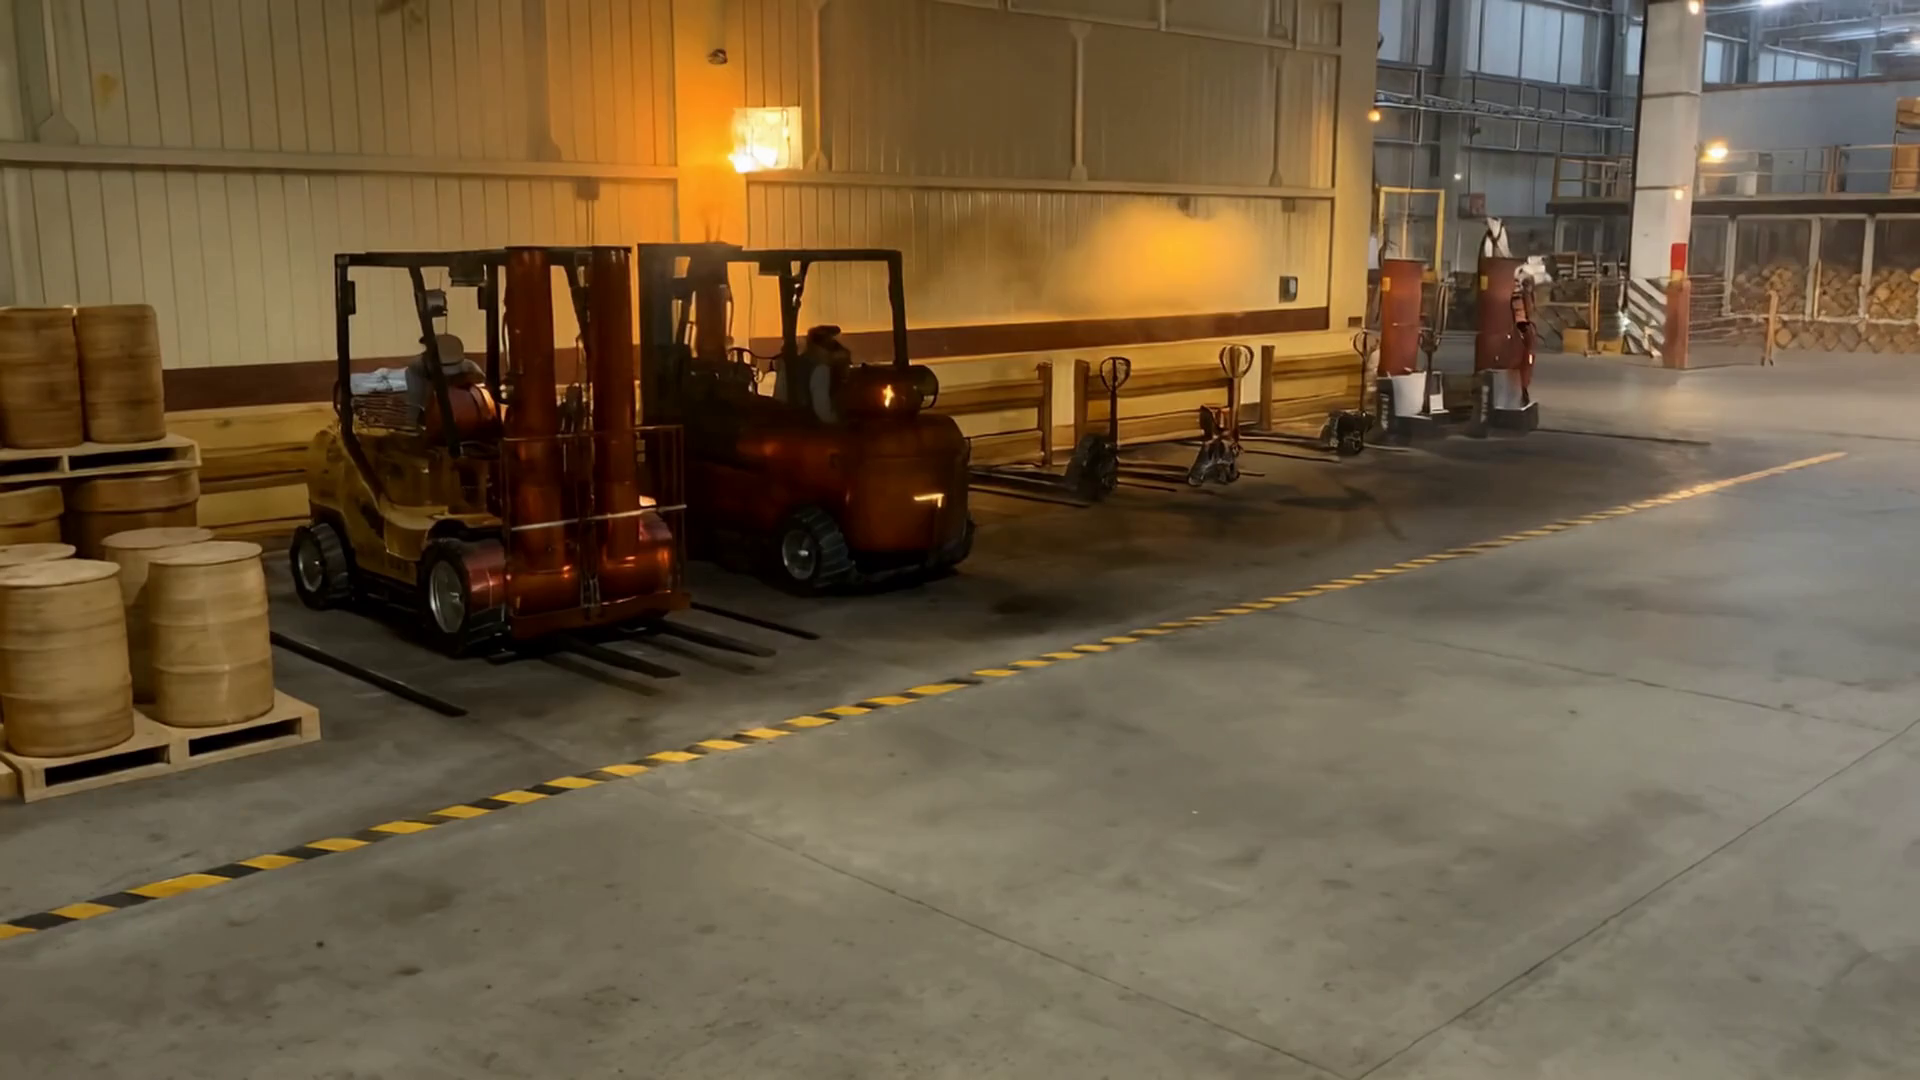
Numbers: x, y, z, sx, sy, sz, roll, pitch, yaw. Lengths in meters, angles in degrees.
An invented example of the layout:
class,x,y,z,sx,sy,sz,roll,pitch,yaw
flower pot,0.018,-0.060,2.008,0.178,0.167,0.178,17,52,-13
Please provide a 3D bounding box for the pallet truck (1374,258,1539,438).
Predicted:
class,x,y,z,sx,sy,sz,roll,pitch,yaw
pallet truck,5.704,-2.208,18.901,1.885,1.965,0.823,10,14,43

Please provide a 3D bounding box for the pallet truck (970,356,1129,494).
class,x,y,z,sx,sy,sz,roll,pitch,yaw
pallet truck,0.784,-1.085,14.876,0.680,1.201,1.601,-10,14,-44

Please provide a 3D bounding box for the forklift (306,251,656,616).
class,x,y,z,sx,sy,sz,roll,pitch,yaw
forklift,-2.833,-0.669,9.694,1.157,1.987,2.680,-10,14,-44

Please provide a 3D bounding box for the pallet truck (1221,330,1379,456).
class,x,y,z,sx,sy,sz,roll,pitch,yaw
pallet truck,3.563,-1.581,17.381,0.653,1.274,1.630,-10,14,-44

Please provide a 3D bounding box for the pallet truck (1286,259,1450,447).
class,x,y,z,sx,sy,sz,roll,pitch,yaw
pallet truck,4.493,-2.078,18.196,0.823,1.965,1.885,-9,14,-40

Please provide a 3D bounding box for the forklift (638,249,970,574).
class,x,y,z,sx,sy,sz,roll,pitch,yaw
forklift,-1.173,-0.958,11.239,2.680,1.987,1.157,10,14,43

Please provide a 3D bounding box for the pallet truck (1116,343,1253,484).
class,x,y,z,sx,sy,sz,roll,pitch,yaw
pallet truck,1.962,-1.215,15.415,1.522,1.261,0.704,10,14,43
